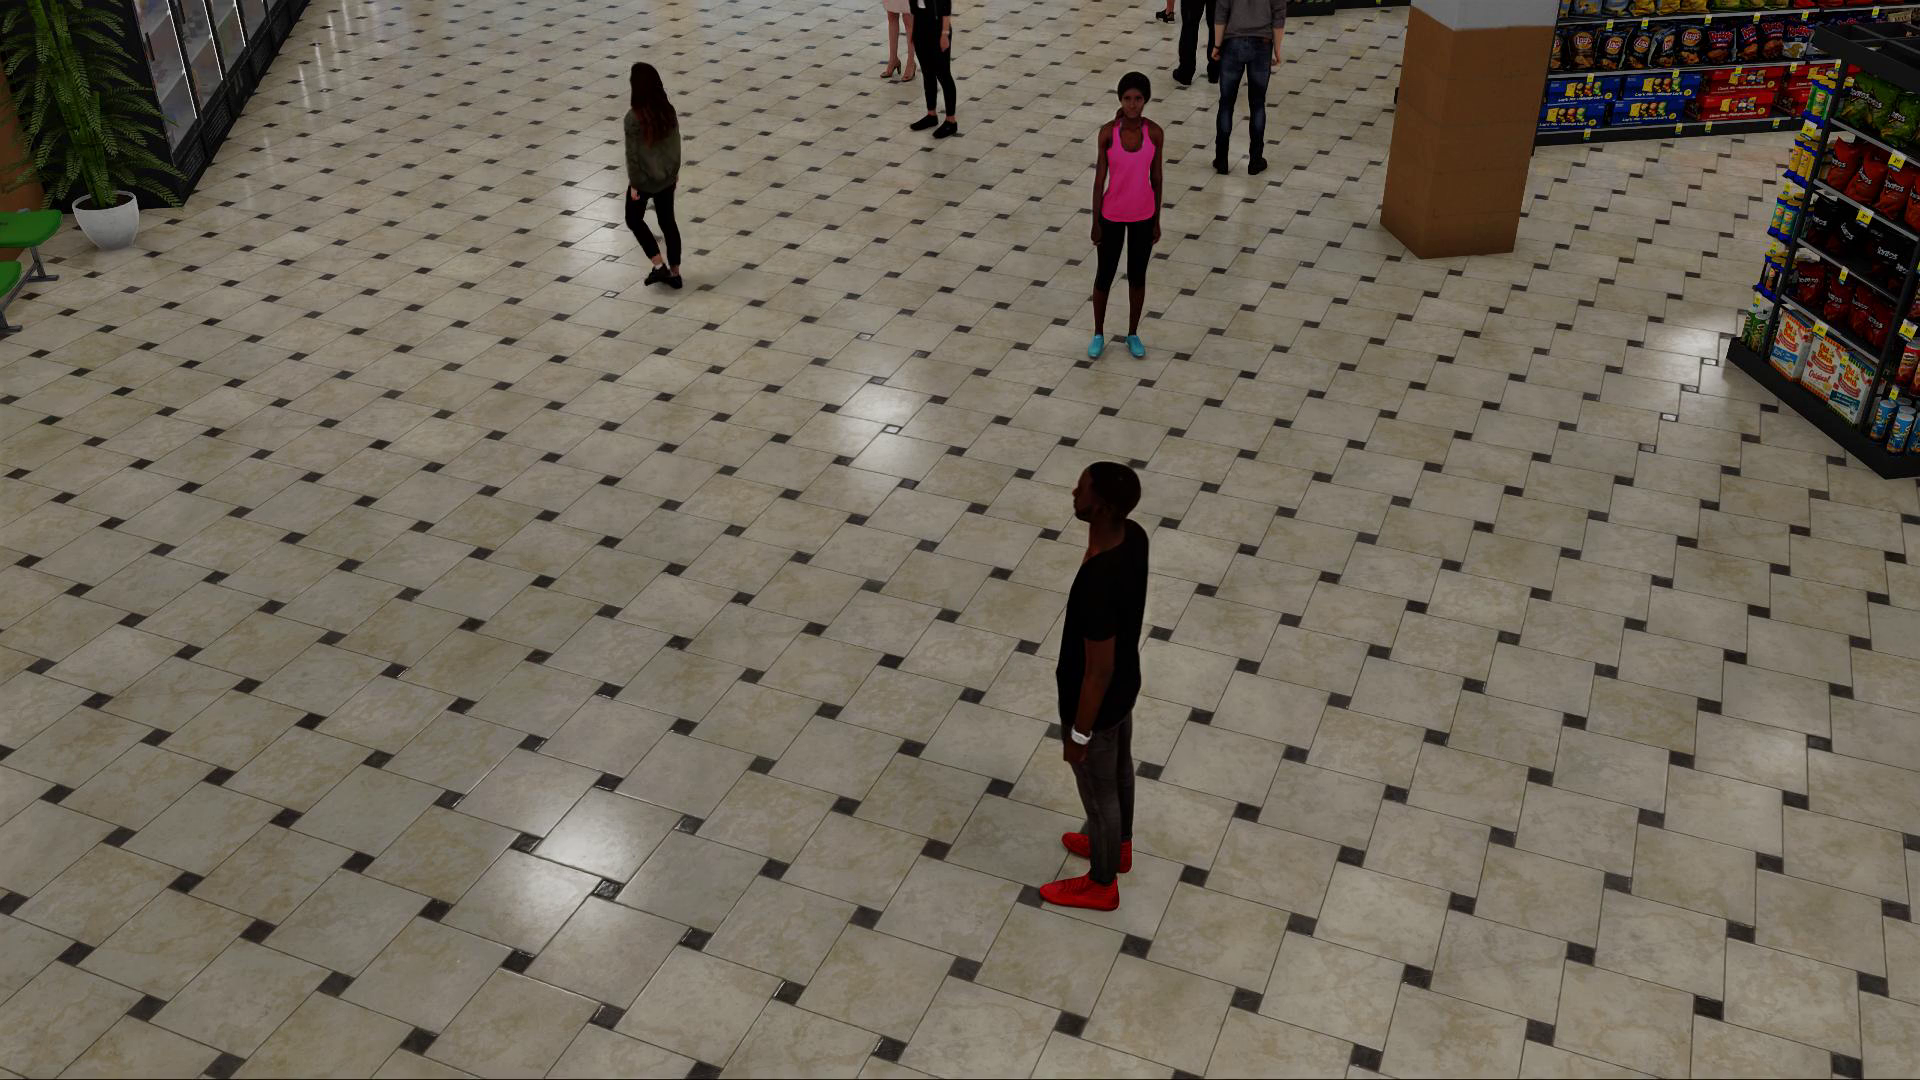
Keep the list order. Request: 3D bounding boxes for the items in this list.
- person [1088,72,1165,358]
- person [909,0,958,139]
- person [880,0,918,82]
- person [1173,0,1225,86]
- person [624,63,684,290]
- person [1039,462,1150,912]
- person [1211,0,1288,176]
[{"bbox_3d":[0.979,-1.893,9.754,0.526,1.722,0.659,-1,32,-1],"label":"person"},{"bbox_3d":[-0.204,-4.112,13.336,0.708,1.705,0.688,-24,39,-33],"label":"person"},{"bbox_3d":[-0.531,-4.937,14.633,0.681,1.736,0.744,20,37,28],"label":"person"},{"bbox_3d":[2.138,-4.917,14.503,0.488,1.839,0.776,-5,32,-8],"label":"person"},{"bbox_3d":[-1.916,-2.292,10.637,0.760,1.466,0.677,27,41,36],"label":"person"},{"bbox_3d":[0.498,0.524,5.791,0.716,1.805,0.715,11,34,18],"label":"person"},{"bbox_3d":[2.157,-3.699,12.484,0.656,1.904,0.818,6,32,9],"label":"person"}]
